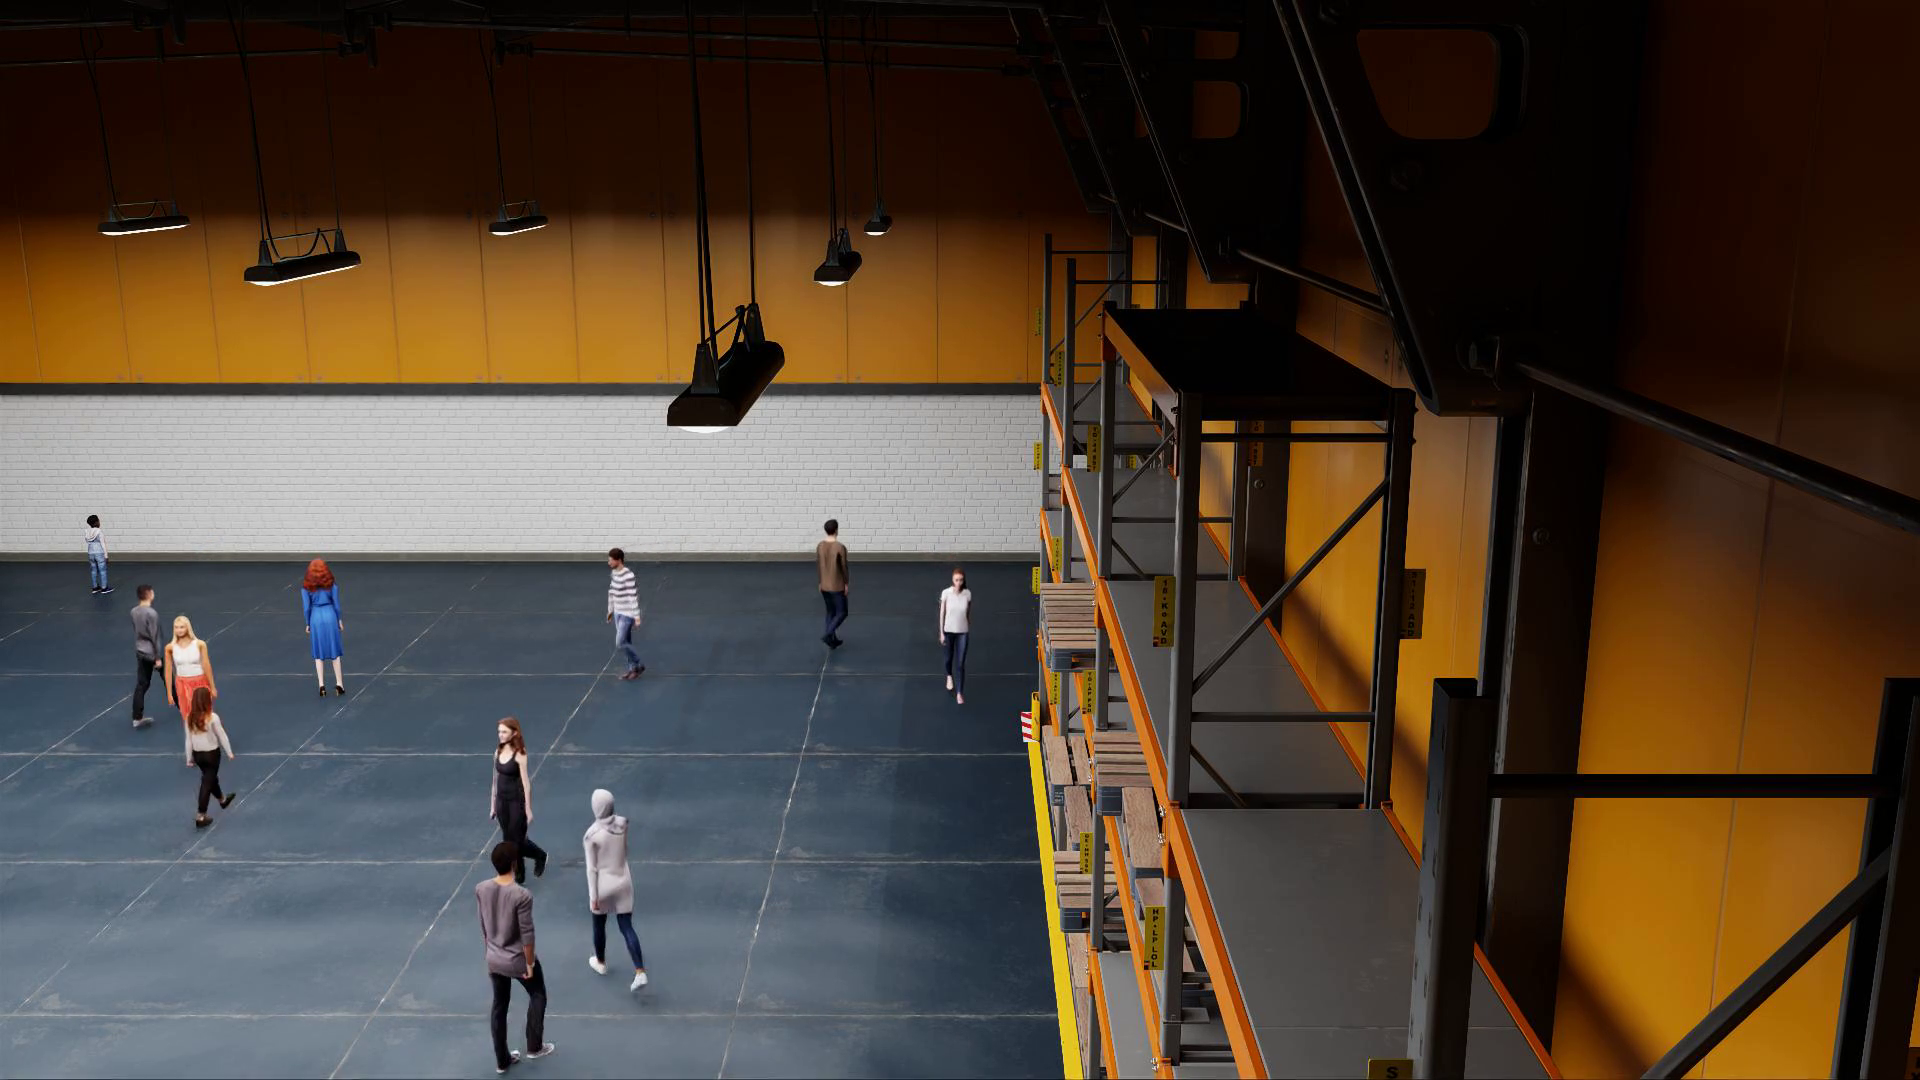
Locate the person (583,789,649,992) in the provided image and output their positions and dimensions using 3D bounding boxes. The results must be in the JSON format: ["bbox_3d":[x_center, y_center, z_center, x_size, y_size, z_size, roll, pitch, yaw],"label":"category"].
[{"bbox_3d":[-2.886,2.969,14.016,1.056,1.744,1.184,-10,17,-37],"label":"person"}]

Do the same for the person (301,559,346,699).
[{"bbox_3d":[-8.196,1.132,21.424,0.673,1.828,0.655,-3,14,-14],"label":"person"}]

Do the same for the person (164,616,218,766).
[{"bbox_3d":[-8.815,1.708,19.131,0.775,1.788,0.897,-4,14,-15],"label":"person"}]

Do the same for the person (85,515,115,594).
[{"bbox_3d":[-13.718,0.215,26.422,0.508,1.258,0.536,3,14,12],"label":"person"}]

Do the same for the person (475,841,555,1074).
[{"bbox_3d":[-3.502,3.230,12.741,0.759,1.838,0.755,4,14,15],"label":"person"}]

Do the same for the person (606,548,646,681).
[{"bbox_3d":[-4.352,0.973,22.104,0.855,1.818,0.780,-10,17,-35],"label":"person"}]

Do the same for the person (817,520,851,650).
[{"bbox_3d":[-1.816,0.662,23.274,0.887,1.870,0.979,9,16,32],"label":"person"}]

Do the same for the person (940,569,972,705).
[{"bbox_3d":[-0.077,1.203,21.407,0.576,1.698,1.162,-1,14,-3],"label":"person"}]

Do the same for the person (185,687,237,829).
[{"bbox_3d":[-7.920,2.303,17.411,0.670,1.442,1.005,2,14,9],"label":"person"}]

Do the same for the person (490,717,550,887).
[{"bbox_3d":[-4.221,2.499,15.976,0.776,1.736,0.865,8,16,30],"label":"person"}]

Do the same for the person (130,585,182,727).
[{"bbox_3d":[-9.975,1.446,20.371,0.928,1.713,1.226,5,15,21],"label":"person"}]
